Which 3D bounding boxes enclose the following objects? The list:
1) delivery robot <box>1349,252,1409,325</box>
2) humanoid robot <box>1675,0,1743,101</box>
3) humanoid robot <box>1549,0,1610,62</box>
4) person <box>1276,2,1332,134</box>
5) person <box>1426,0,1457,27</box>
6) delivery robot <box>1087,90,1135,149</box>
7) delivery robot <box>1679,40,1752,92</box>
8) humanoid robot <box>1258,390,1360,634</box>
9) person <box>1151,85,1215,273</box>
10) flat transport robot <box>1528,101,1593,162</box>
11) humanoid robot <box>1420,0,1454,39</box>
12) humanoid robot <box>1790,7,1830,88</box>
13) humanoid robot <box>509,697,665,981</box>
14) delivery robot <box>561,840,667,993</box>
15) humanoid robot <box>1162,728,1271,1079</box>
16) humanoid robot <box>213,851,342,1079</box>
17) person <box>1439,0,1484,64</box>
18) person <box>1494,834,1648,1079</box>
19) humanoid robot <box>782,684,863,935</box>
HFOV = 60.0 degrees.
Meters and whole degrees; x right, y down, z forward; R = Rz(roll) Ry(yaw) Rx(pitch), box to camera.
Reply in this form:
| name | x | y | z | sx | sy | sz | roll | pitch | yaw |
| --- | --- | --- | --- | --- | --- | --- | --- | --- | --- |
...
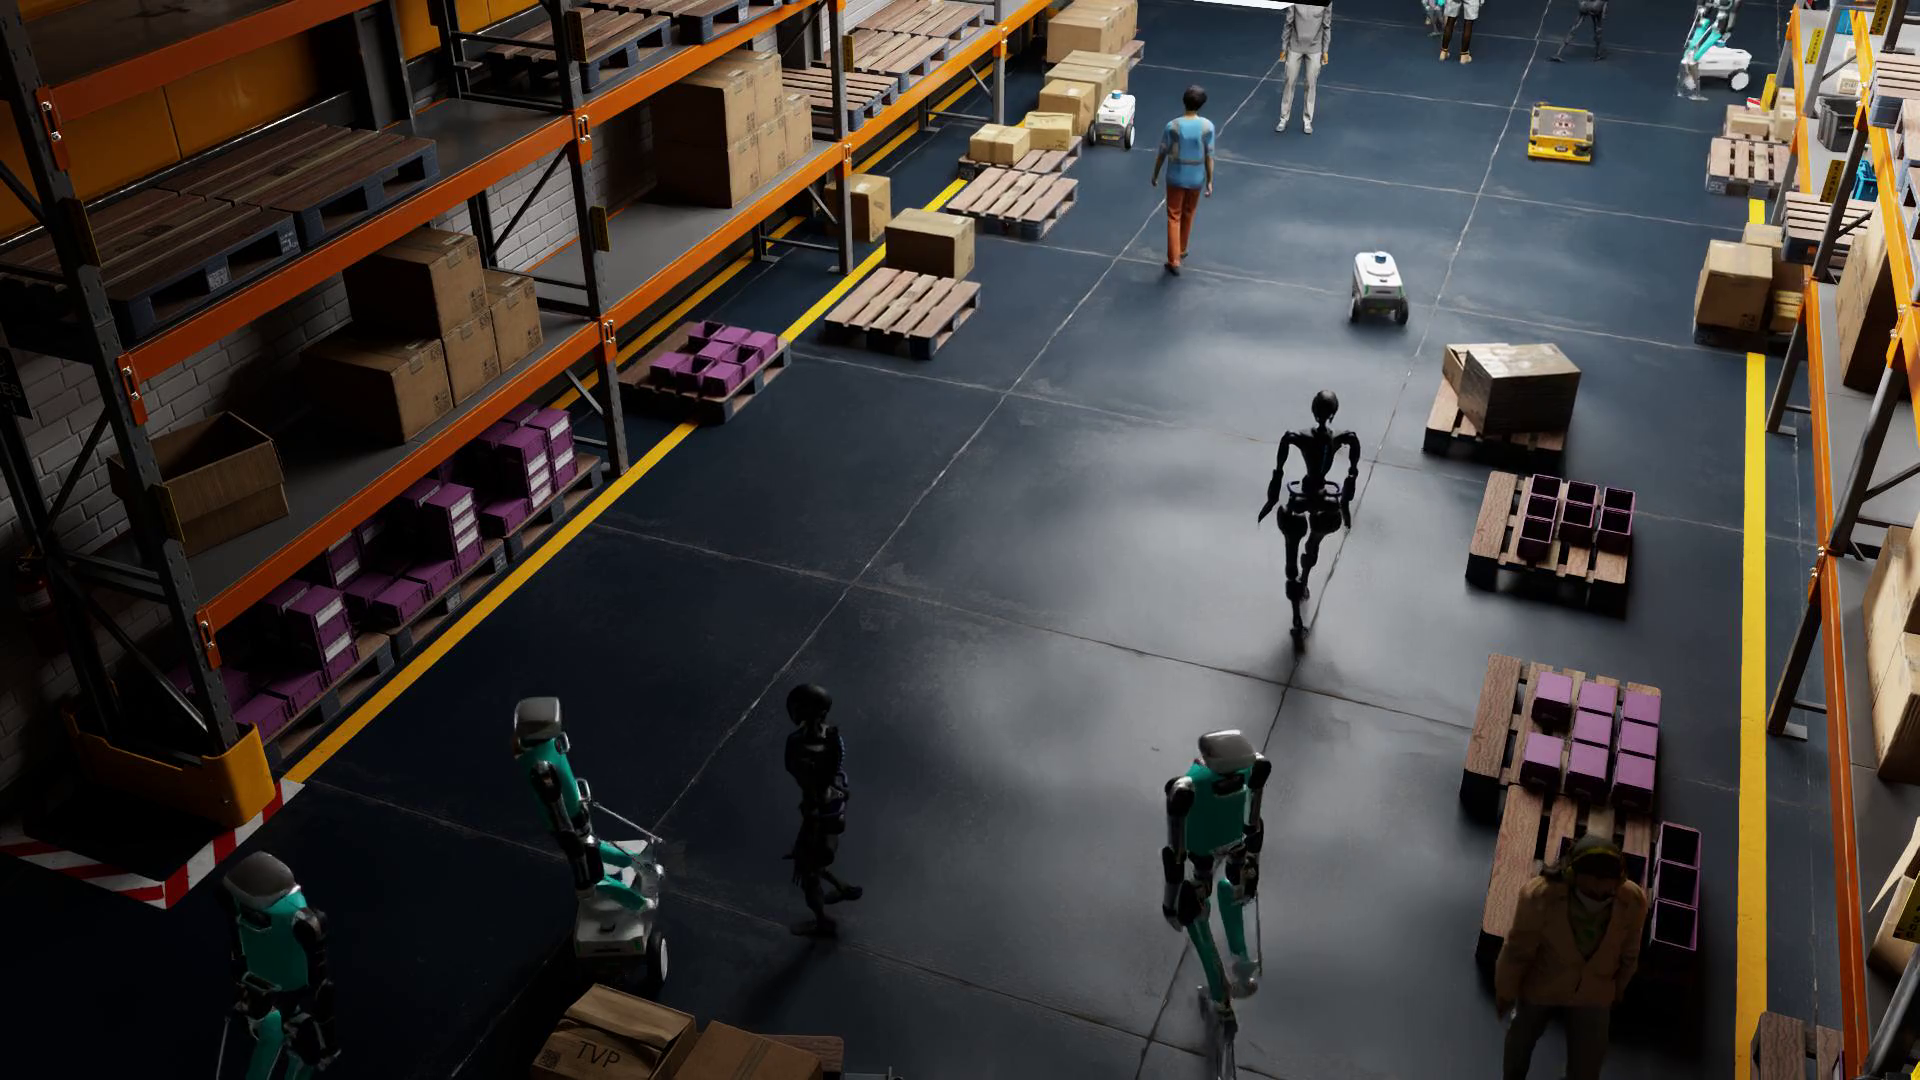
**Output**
| name | x | y | z | sx | sy | sz | roll | pitch | yaw |
| --- | --- | --- | --- | --- | --- | --- | --- | --- | --- |
| delivery robot | 3.724 | -2.259 | 14.843 | 0.499 | 0.614 | 0.812 | 2 | 33 | 3 |
| humanoid robot | 8.773 | -6.059 | 19.614 | 0.732 | 1.773 | 0.556 | -21 | 38 | -29 |
| humanoid robot | 7.945 | -6.826 | 20.920 | 0.812 | 1.627 | 0.589 | -8 | 34 | -12 |
| person | 3.863 | -5.511 | 18.621 | 0.550 | 1.896 | 0.380 | 7 | 33 | 10 |
| person | 6.543 | -7.799 | 22.276 | 0.470 | 1.770 | 0.332 | 26 | 41 | 34 |
| delivery robot | 1.736 | -4.732 | 18.648 | 0.499 | 0.592 | 0.774 | 8 | 34 | 12 |
| delivery robot | 9.245 | -5.792 | 20.297 | 0.796 | 0.601 | 0.499 | 1 | 33 | 1 |
| humanoid robot | 2.245 | -0.192 | 10.653 | 0.600 | 1.655 | 0.771 | -1 | 33 | -2 |
| person | 2.066 | -3.360 | 15.429 | 0.552 | 1.744 | 0.592 | 0 | 33 | 1 |
| flat transport robot | 6.754 | -4.588 | 18.692 | 0.659 | 0.231 | 1.431 | 10 | 34 | 15 |
| humanoid robot | 6.332 | -7.427 | 21.730 | 0.676 | 1.789 | 0.535 | -14 | 35 | -21 |
| humanoid robot | 10.289 | -6.219 | 19.874 | 0.545 | 1.770 | 0.780 | -26 | 41 | -34 |
| humanoid robot | -1.684 | 1.466 | 8.015 | 0.752 | 1.821 | 0.535 | -12 | 35 | -17 |
| delivery robot | -1.732 | 1.906 | 8.397 | 0.499 | 0.614 | 0.791 | -2 | 33 | -3 |
| humanoid robot | 1.291 | 1.761 | 7.576 | 0.530 | 1.798 | 0.858 | -17 | 36 | -24 |
| humanoid robot | -2.957 | 2.206 | 6.853 | 0.558 | 1.796 | 0.930 | 15 | 36 | 21 |
| person | 6.348 | -6.844 | 20.874 | 0.533 | 1.691 | 0.319 | 20 | 38 | 28 |
| person | 2.591 | 1.940 | 7.151 | 0.583 | 1.834 | 0.670 | 5 | 33 | 8 |
| humanoid robot | -0.699 | 1.363 | 8.200 | 0.373 | 1.645 | 0.611 | 2 | 33 | 2 |
